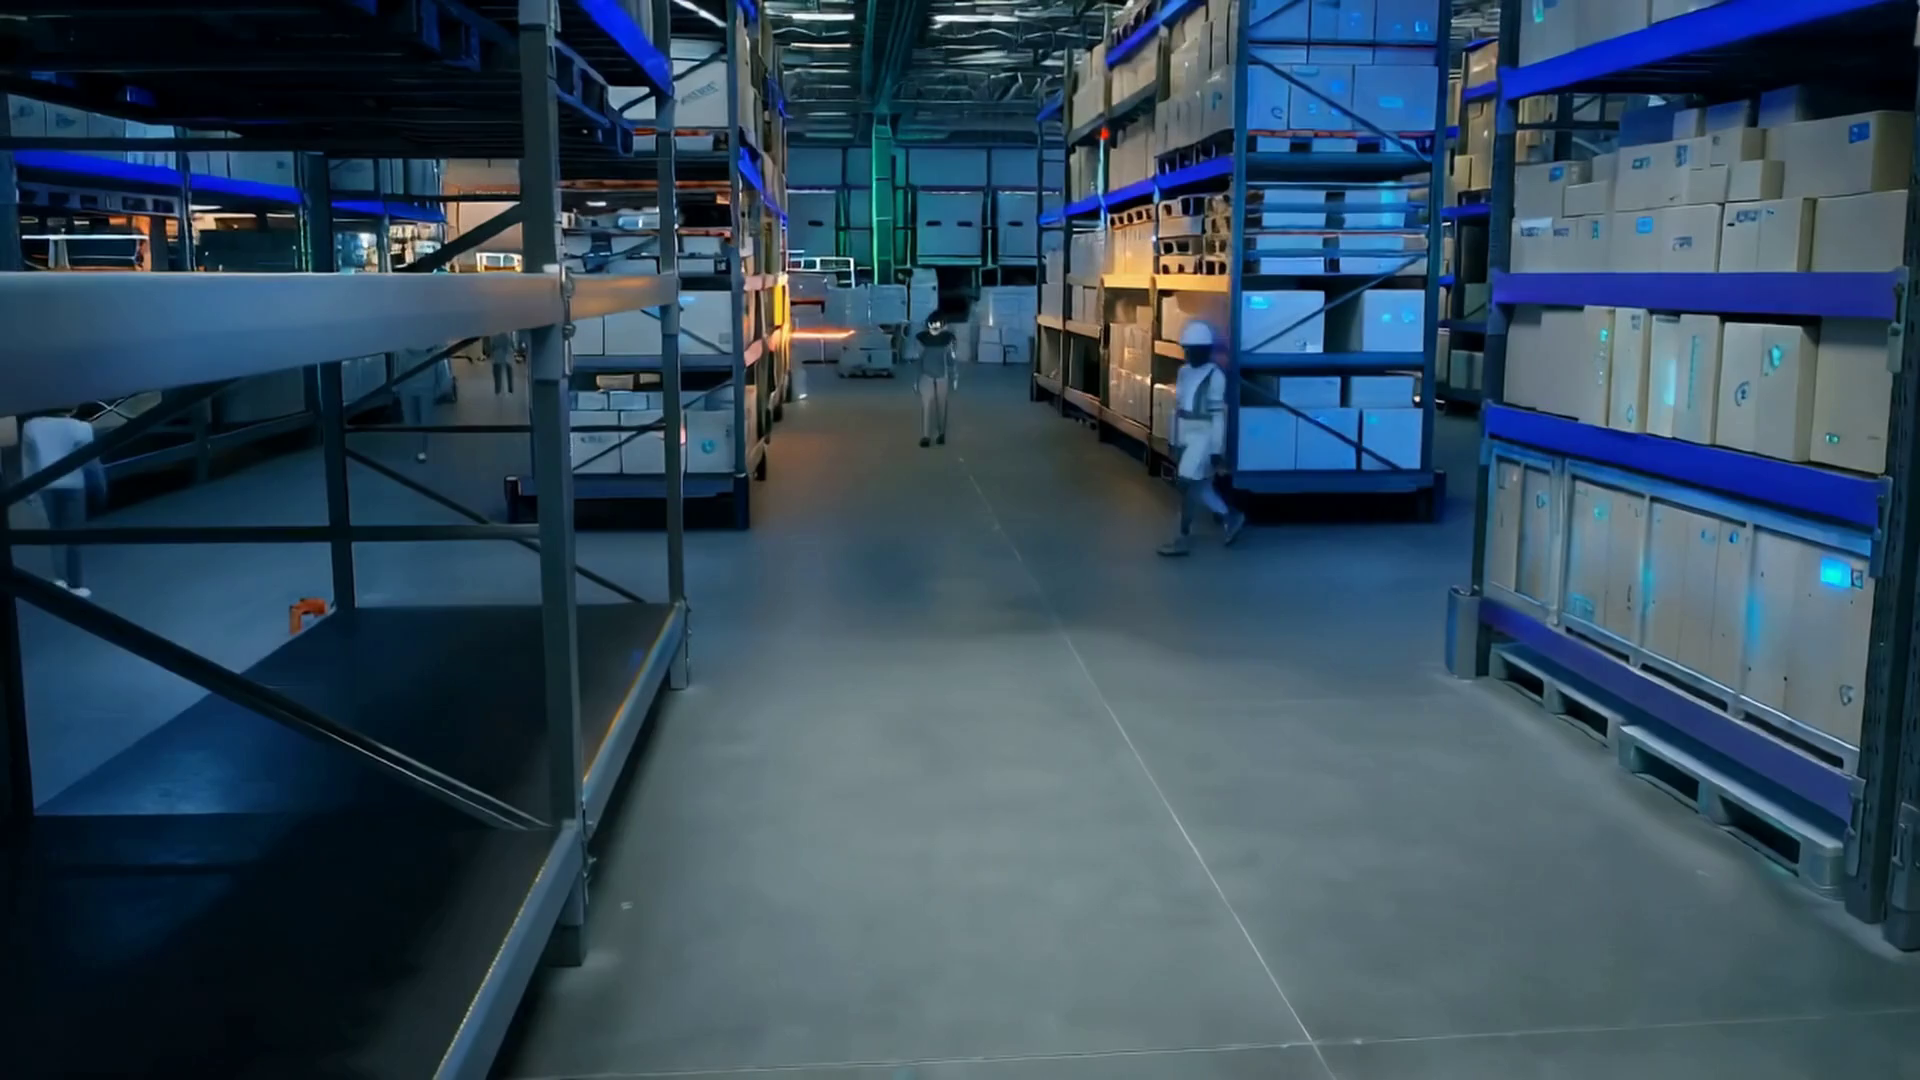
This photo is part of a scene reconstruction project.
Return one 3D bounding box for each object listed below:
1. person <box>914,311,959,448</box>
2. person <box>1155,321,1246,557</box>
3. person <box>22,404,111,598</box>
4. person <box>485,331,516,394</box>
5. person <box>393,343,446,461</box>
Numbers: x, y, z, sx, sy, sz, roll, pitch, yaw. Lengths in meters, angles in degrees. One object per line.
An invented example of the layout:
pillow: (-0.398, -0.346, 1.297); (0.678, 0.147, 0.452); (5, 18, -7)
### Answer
person: (-0.338, -2.254, 23.343); (0.652, 1.902, 0.842); (1, 9, 7)
person: (2.102, -0.872, 14.325); (0.883, 2.022, 0.611); (-3, 10, -21)
person: (-6.632, -0.371, 12.347); (0.517, 1.624, 0.431); (0, 9, 3)
person: (-9.284, -3.920, 33.606); (0.612, 1.961, 0.368); (-4, 10, -23)
person: (-7.067, -1.990, 21.796); (0.667, 1.869, 0.777); (-1, 9, -9)
